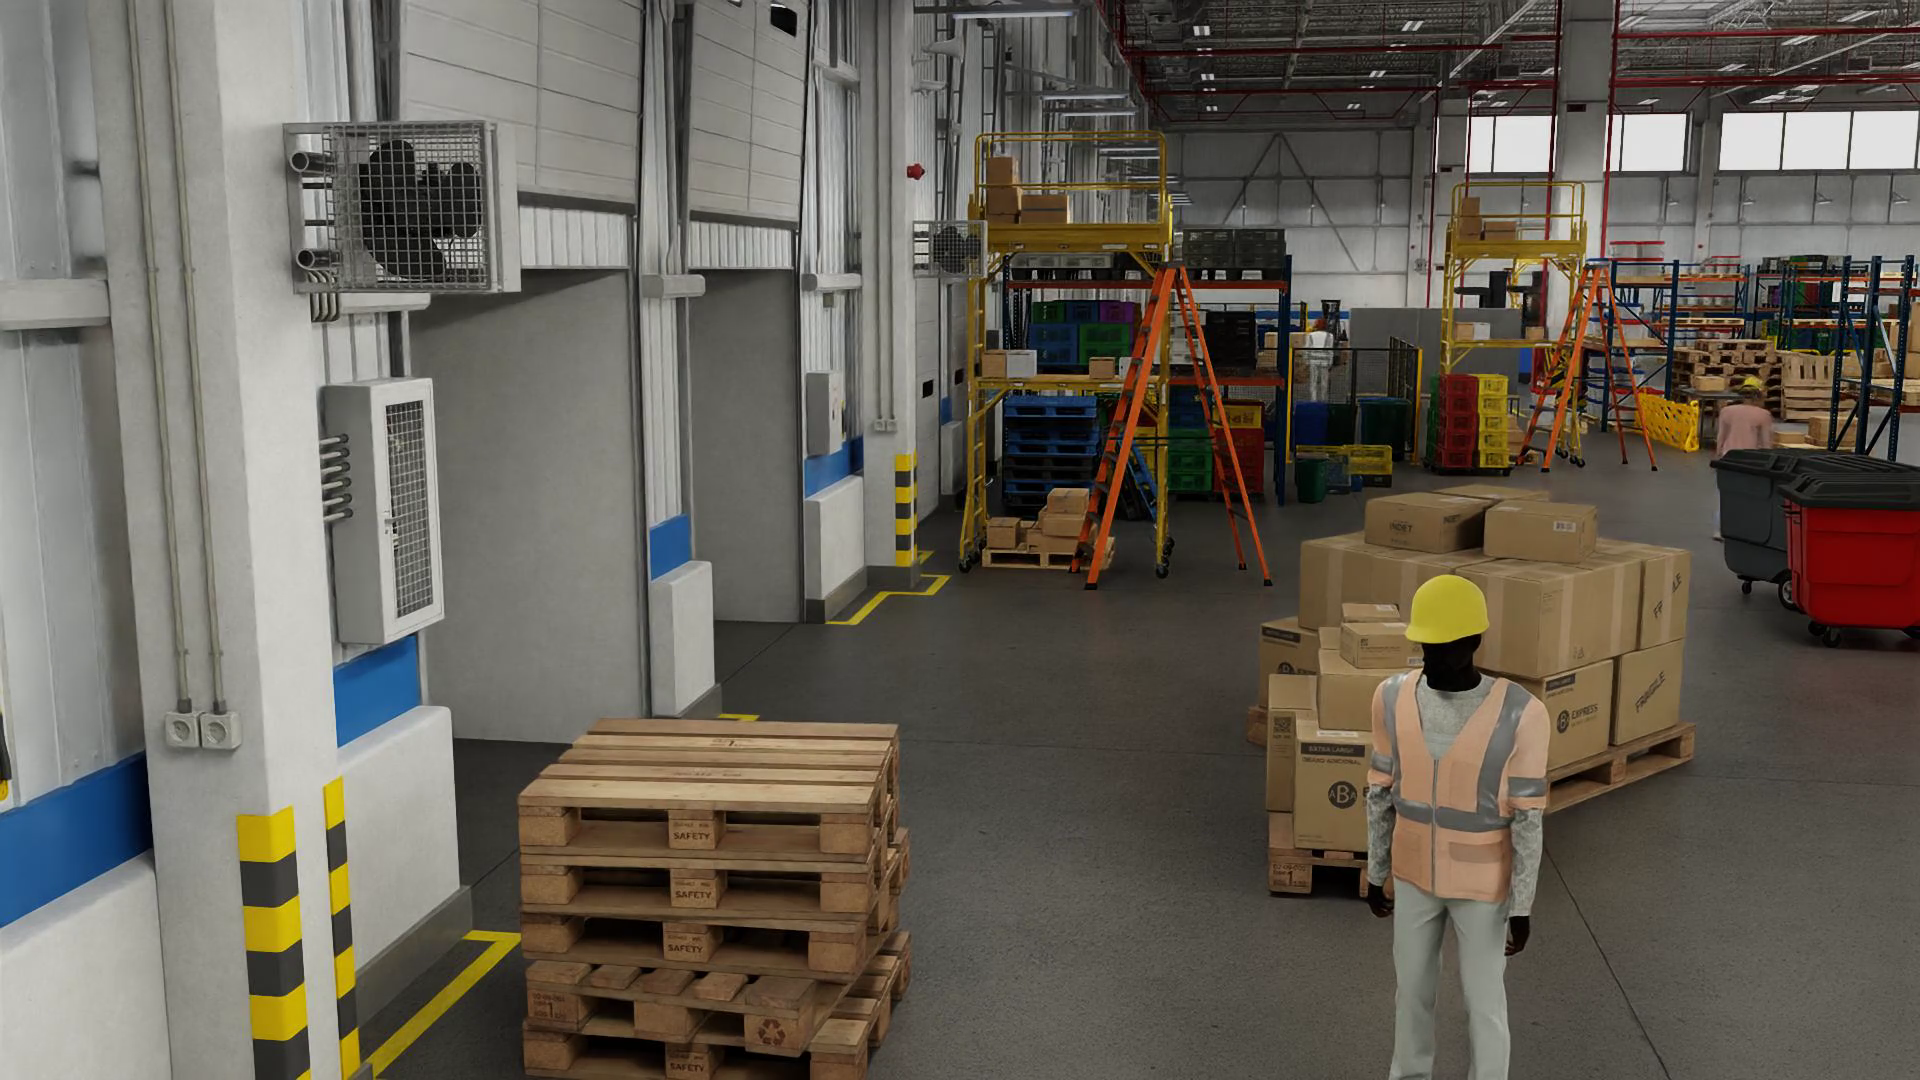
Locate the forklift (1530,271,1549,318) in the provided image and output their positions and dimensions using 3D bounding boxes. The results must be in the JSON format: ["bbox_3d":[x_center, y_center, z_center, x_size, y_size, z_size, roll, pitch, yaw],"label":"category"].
[{"bbox_3d":[16.127,-6.011,45.839,1.873,2.768,1.129,-3,10,-17],"label":"forklift"}]

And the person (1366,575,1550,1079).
[{"bbox_3d":[1.533,1.053,5.242,0.585,1.919,0.397,8,12,40],"label":"person"}]

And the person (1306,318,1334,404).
[{"bbox_3d":[7.536,-3.699,34.752,0.600,1.841,0.942,4,10,24],"label":"person"}]

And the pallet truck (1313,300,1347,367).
[{"bbox_3d":[11.159,-6.200,49.718,0.823,1.965,1.885,4,10,26],"label":"pallet truck"}]

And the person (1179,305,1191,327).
[{"bbox_3d":[6.045,-5.315,44.494,0.395,1.929,0.542,4,10,24],"label":"person"}]

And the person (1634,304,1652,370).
[{"bbox_3d":[19.636,-5.885,48.123,0.649,1.897,1.017,5,11,30],"label":"person"}]

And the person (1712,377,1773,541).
[{"bbox_3d":[8.169,-0.824,17.341,0.554,1.744,0.444,7,12,39],"label":"person"}]

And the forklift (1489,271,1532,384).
[{"bbox_3d":[13.422,-5.322,41.591,1.873,2.768,1.129,1,9,9],"label":"forklift"}]
